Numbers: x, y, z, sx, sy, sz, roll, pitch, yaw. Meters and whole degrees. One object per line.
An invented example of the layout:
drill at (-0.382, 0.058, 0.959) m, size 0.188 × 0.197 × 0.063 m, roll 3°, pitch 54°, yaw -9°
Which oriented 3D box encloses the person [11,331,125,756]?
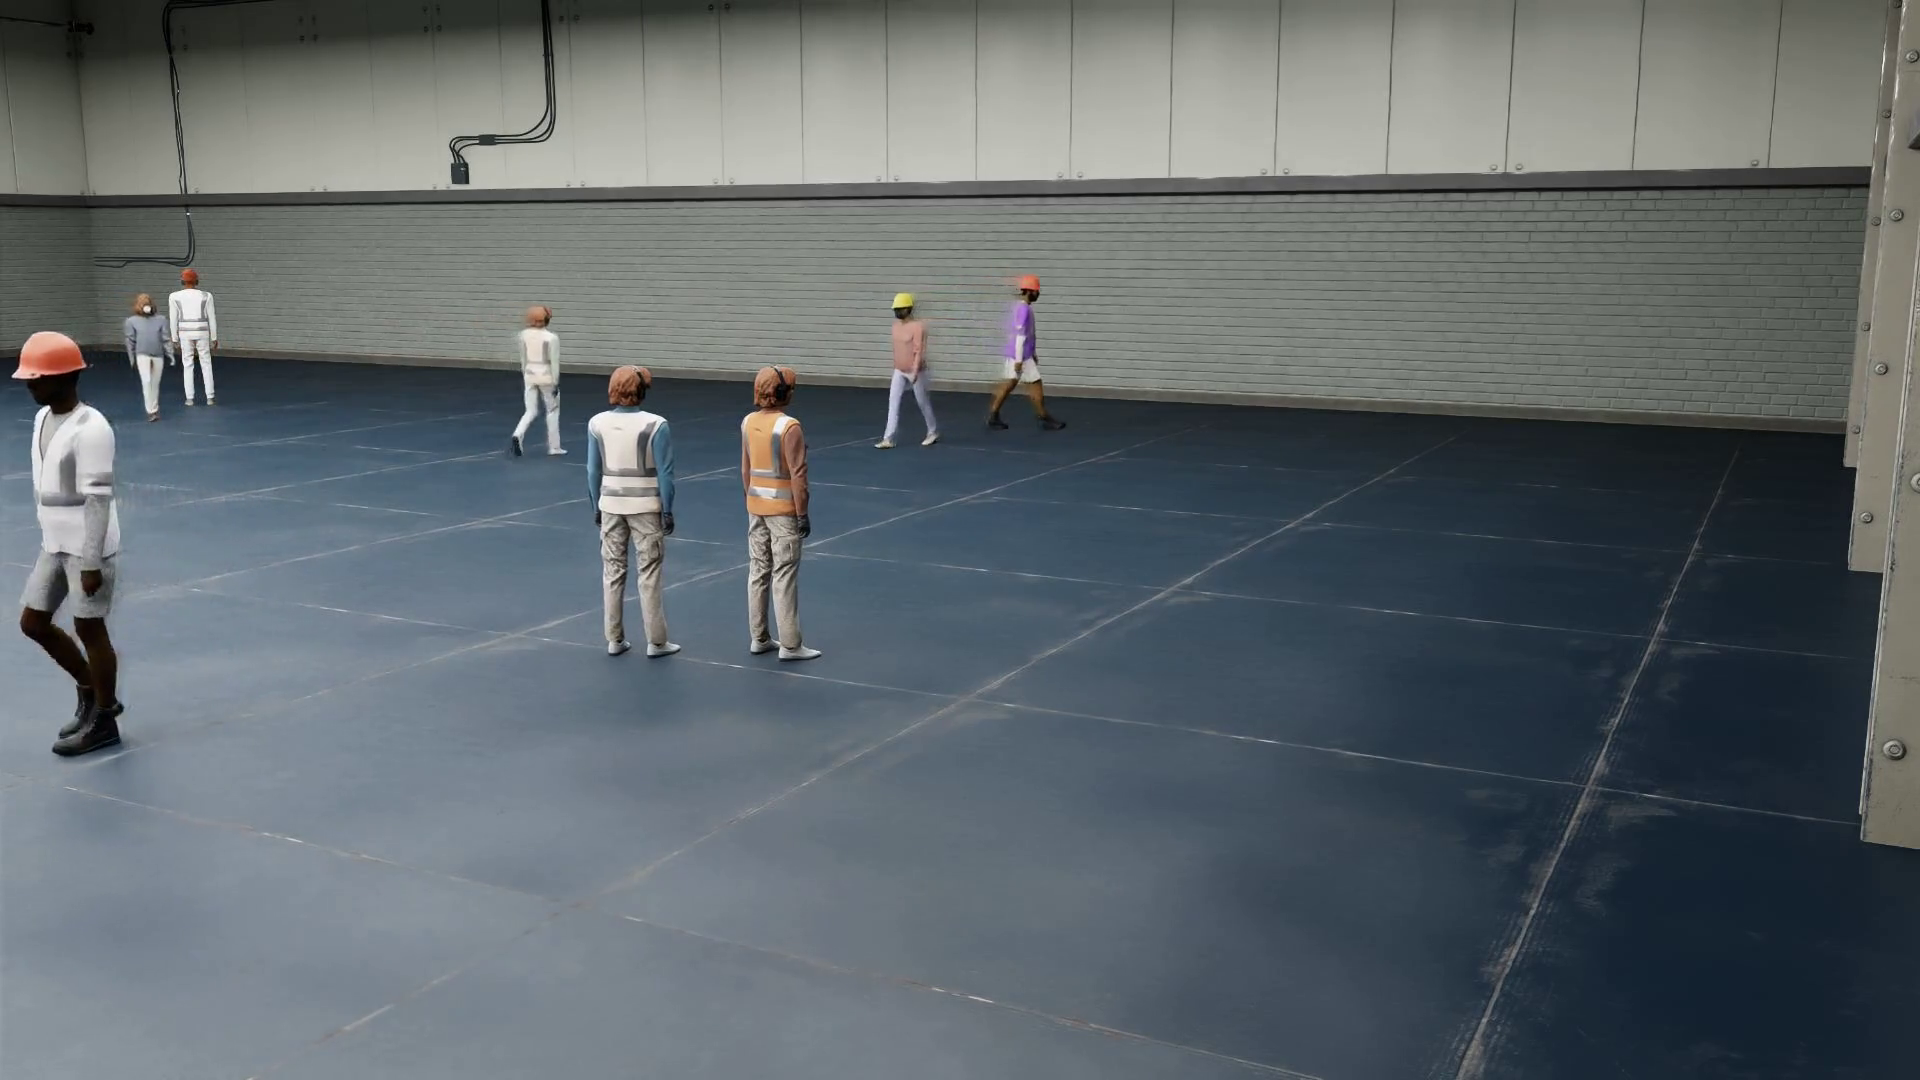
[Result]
person at (-4.010, 0.025, 7.509) m, size 0.580 × 1.925 × 0.390 m, roll 7°, pitch 13°, yaw 35°

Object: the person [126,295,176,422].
person at (-10.221, -2.291, 21.066) m, size 0.506 × 1.593 × 0.821 m, roll -9°, pitch 14°, yaw -41°

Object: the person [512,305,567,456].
person at (-4.473, -1.672, 17.594) m, size 0.516 × 1.622 × 0.658 m, roll 4°, pitch 11°, yaw 21°

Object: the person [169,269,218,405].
person at (-10.634, -2.812, 23.101) m, size 0.587 × 1.883 × 0.341 m, roll -5°, pitch 11°, yaw -23°

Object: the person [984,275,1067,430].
person at (0.758, -2.257, 20.120) m, size 1.009 × 1.883 × 0.562 m, roll -1°, pitch 10°, yaw -4°

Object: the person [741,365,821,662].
person at (-1.019, -0.146, 9.233) m, size 0.309 × 1.641 × 0.513 m, roll -10°, pitch 15°, yaw -44°

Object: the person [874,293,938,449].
person at (-0.562, -1.878, 18.477) m, size 0.525 × 1.718 × 0.914 m, roll 9°, pitch 13°, yaw 39°

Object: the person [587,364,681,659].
person at (-1.828, -0.154, 9.275) m, size 0.515 × 1.640 × 0.315 m, roll 3°, pitch 11°, yaw 17°
